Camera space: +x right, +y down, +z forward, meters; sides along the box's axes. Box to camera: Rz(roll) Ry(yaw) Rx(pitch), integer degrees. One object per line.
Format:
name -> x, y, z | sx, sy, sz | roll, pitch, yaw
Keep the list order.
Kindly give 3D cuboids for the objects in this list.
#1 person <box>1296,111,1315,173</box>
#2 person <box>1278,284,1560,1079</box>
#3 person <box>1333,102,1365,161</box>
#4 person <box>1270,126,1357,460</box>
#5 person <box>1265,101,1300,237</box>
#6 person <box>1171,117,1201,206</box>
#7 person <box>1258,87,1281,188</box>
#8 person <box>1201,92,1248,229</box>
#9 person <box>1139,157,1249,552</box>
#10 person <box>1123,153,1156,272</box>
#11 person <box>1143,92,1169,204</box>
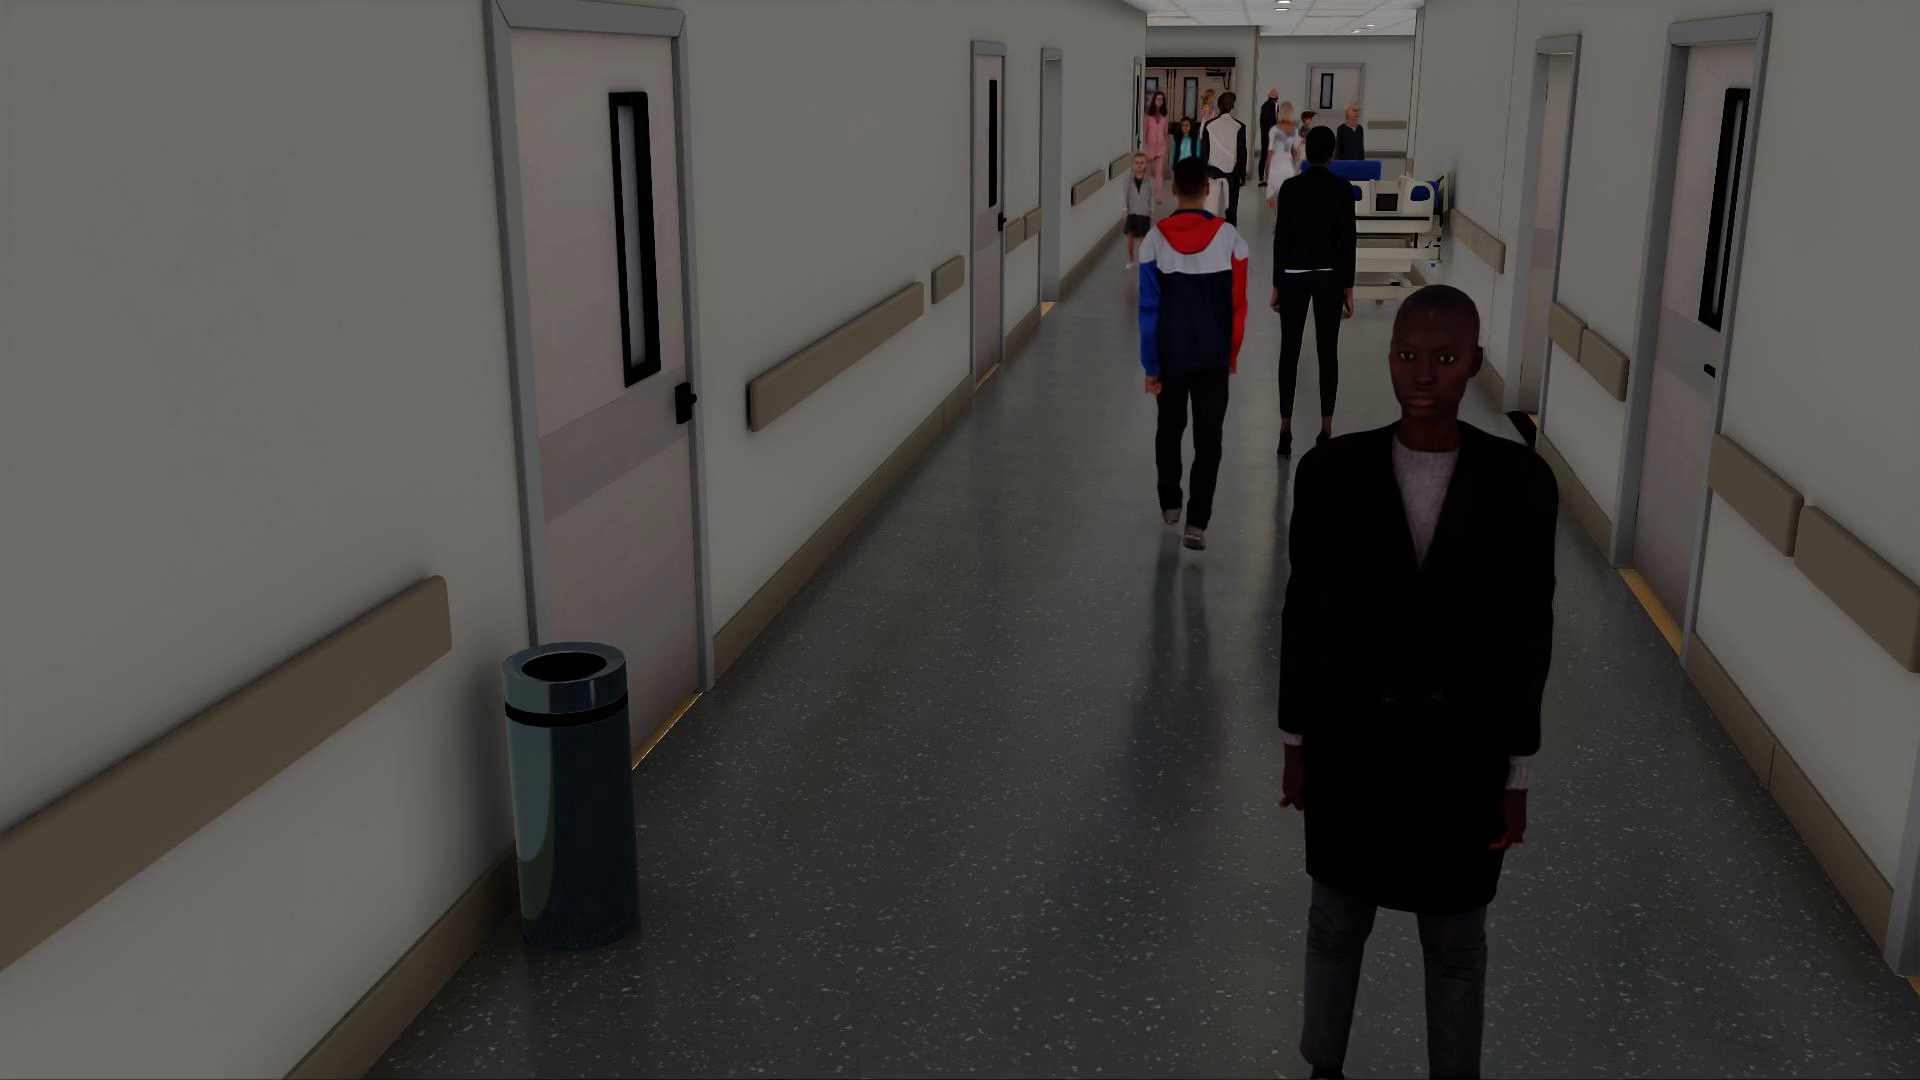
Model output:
person -> 6.090, -6.918, 29.698 | 0.670, 1.432, 0.633 | 10, 19, 32
person -> 0.859, 0.394, 3.155 | 0.529, 1.762, 0.721 | 5, 16, 16
person -> 5.336, -5.153, 22.901 | 0.637, 1.722, 0.761 | -5, 16, -17
person -> 1.957, -1.370, 9.277 | 0.503, 1.834, 0.698 | 5, 16, 17
person -> 4.186, -4.771, 21.531 | 0.820, 1.730, 0.817 | -4, 16, -13
person -> 3.262, -5.364, 24.079 | 0.677, 1.490, 0.632 | 2, 16, 8
person -> 5.807, -7.552, 31.201 | 0.781, 1.836, 0.765 | -7, 17, -23
person -> 3.049, -4.226, 19.302 | 0.558, 1.891, 0.777 | 5, 16, 16
person -> 1.039, -0.798, 7.449 | 1.062, 1.725, 0.695 | 3, 16, 9
person -> 1.956, -3.568, 18.108 | 0.472, 1.266, 0.563 | 2, 16, 8
person -> 3.138, -6.385, 27.206 | 1.126, 1.757, 0.860 | -1, 16, -4
